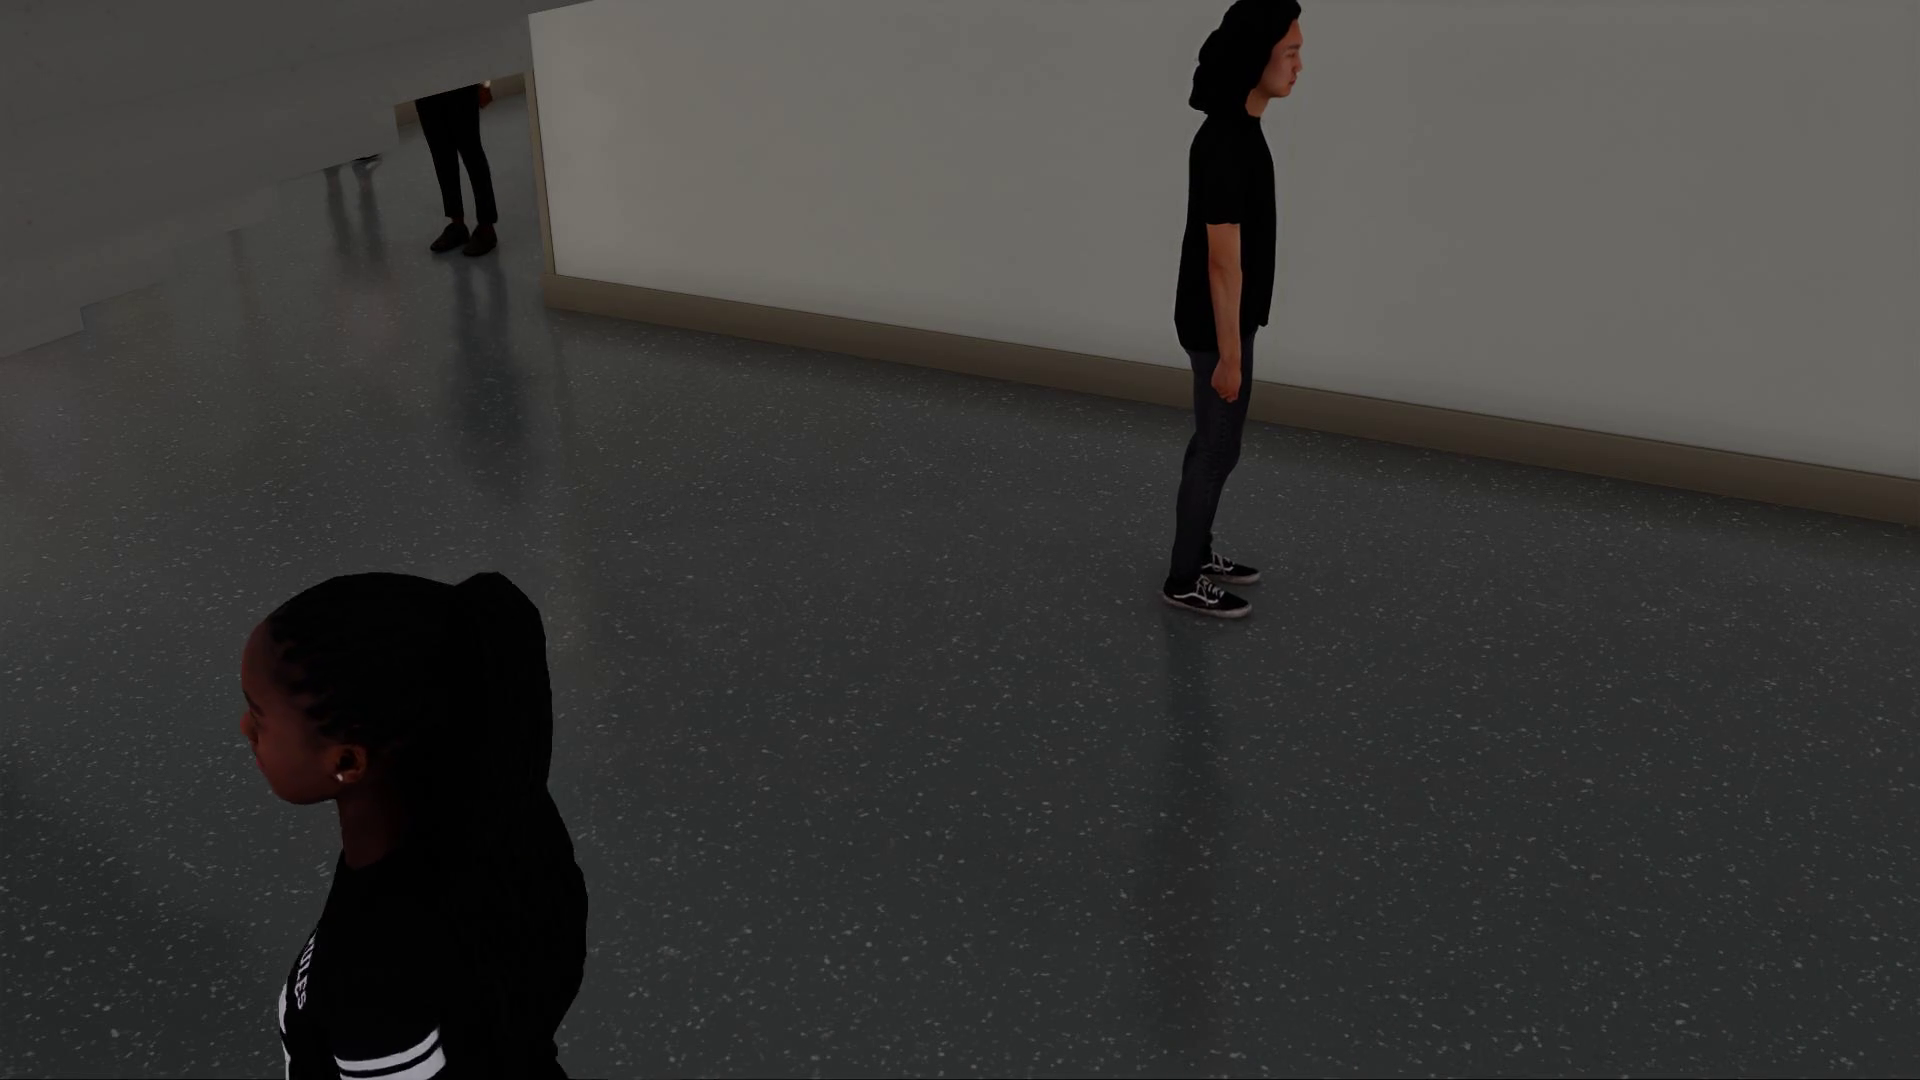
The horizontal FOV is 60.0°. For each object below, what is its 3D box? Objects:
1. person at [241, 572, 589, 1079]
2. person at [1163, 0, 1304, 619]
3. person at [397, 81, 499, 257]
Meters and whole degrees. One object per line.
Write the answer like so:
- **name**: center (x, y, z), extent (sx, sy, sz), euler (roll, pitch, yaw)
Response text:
- **person**: center (-0.491, 0.802, 1.949), extent (1.080, 1.713, 0.862), euler (-1, 26, -1)
- **person**: center (0.749, -0.653, 4.823), extent (0.627, 1.824, 0.685), euler (4, 26, 9)
- **person**: center (-2.622, -2.404, 8.488), extent (0.565, 1.807, 0.740), euler (8, 27, 17)
